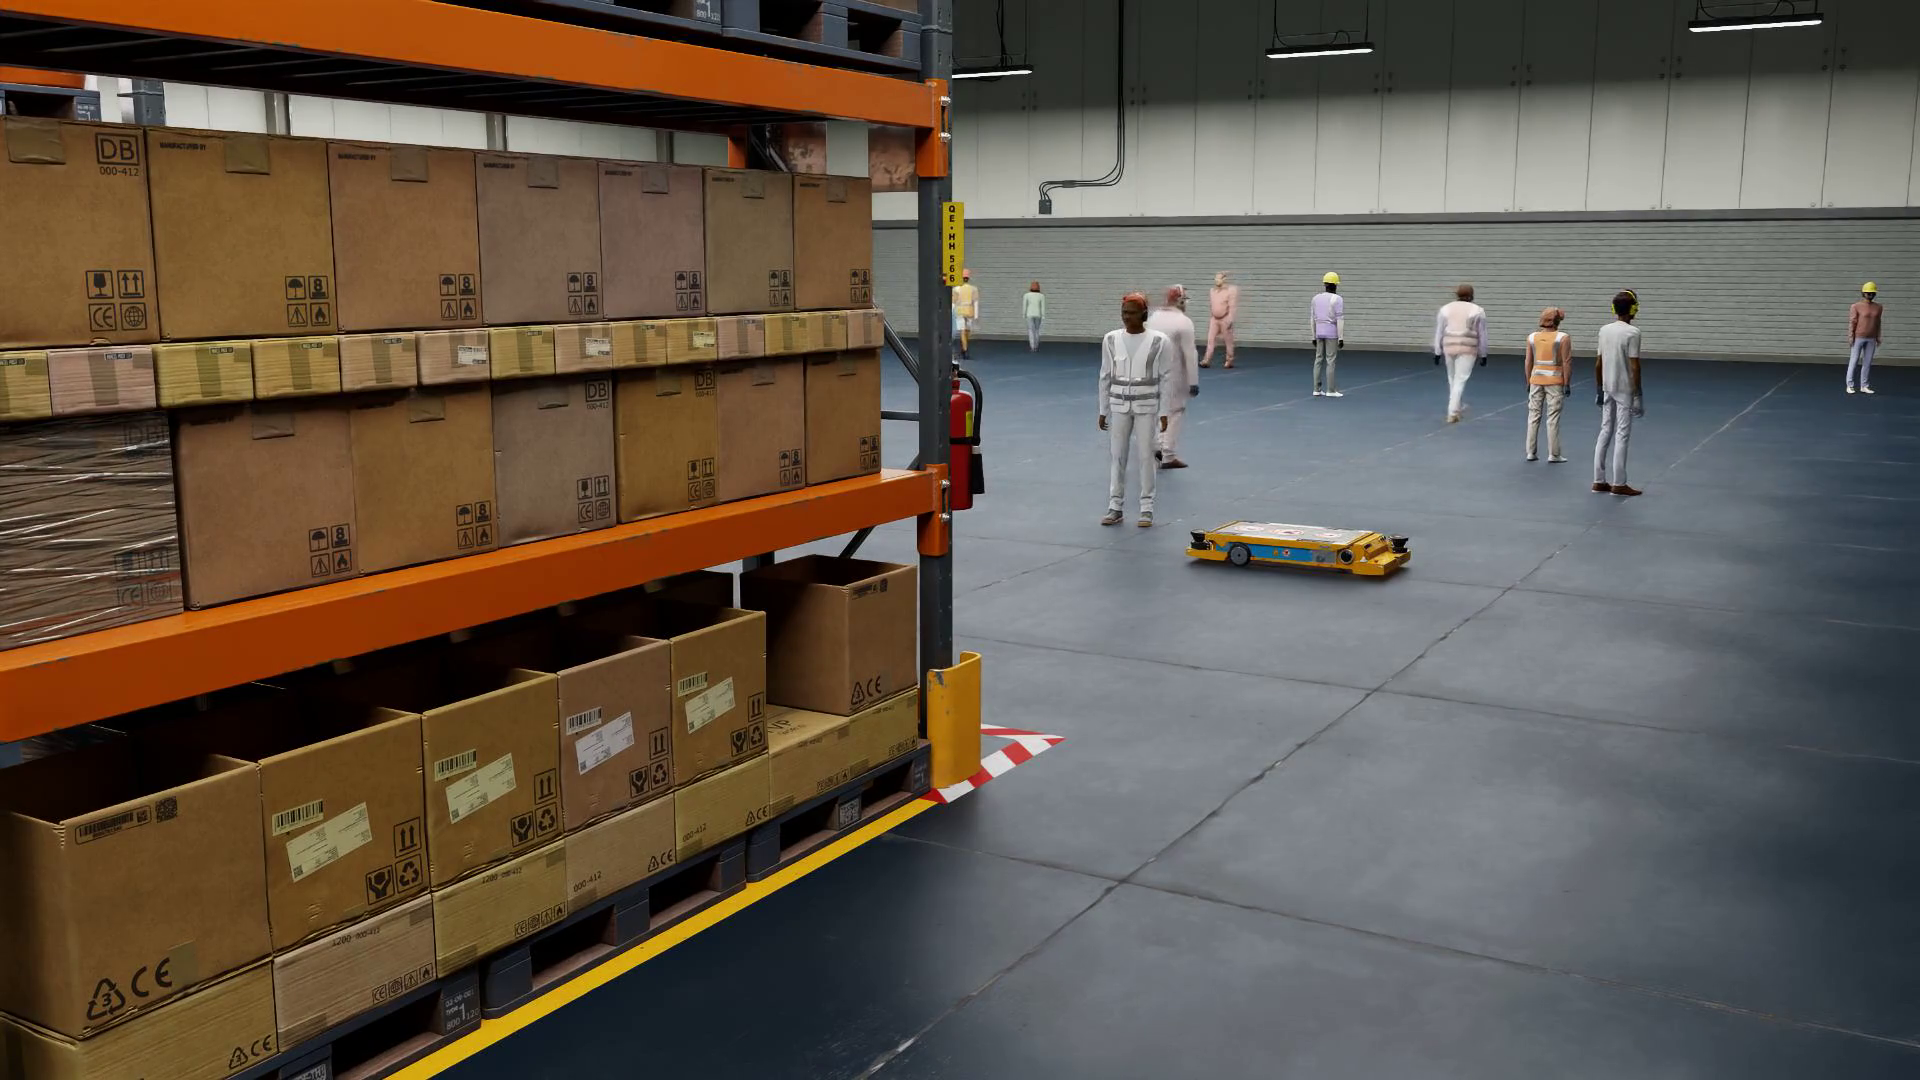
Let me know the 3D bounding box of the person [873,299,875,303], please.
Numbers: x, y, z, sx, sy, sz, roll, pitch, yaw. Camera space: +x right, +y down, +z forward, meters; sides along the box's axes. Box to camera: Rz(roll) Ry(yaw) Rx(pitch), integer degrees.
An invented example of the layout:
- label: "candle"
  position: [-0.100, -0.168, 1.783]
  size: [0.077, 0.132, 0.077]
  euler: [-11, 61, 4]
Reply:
- label: "person"
  position: [-1.881, -4.080, 31.610]
  size: [0.522, 1.739, 0.815]
  euler: [2, 10, 13]

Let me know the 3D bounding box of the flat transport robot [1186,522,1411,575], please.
- label: "flat transport robot"
  position: [2.392, 0.041, 11.772]
  size: [1.431, 0.197, 0.652]
  euler: [6, 11, 30]

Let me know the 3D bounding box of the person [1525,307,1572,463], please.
- label: "person"
  position: [6.211, -1.634, 17.583]
  size: [0.310, 1.640, 0.513]
  euler: [-9, 13, -42]

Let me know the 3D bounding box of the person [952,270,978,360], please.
- label: "person"
  position: [0.078, -4.781, 35.295]
  size: [0.561, 1.884, 0.980]
  euler: [-2, 10, -14]

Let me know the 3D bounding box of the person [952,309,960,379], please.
- label: "person"
  position: [-0.277, -3.500, 28.623]
  size: [0.848, 1.599, 0.530]
  euler: [-6, 11, -32]

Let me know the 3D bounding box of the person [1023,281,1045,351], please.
- label: "person"
  position: [1.701, -5.128, 38.127]
  size: [0.503, 1.609, 0.673]
  euler: [-1, 10, -4]

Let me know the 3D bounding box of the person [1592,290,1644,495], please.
- label: "person"
  position: [6.027, -1.341, 15.197]
  size: [0.331, 1.870, 0.560]
  euler: [-4, 10, -22]

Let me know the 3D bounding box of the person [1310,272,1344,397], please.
- label: "person"
  position: [5.698, -3.171, 25.737]
  size: [0.366, 1.926, 0.594]
  euler: [-8, 13, -40]

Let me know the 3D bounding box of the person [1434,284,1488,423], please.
- label: "person"
  position: [6.665, -2.466, 21.964]
  size: [0.654, 1.801, 0.925]
  euler: [8, 13, 39]

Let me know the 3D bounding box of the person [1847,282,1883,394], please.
- label: "person"
  position: [14.356, -3.198, 26.370]
  size: [0.534, 1.767, 0.314]
  euler: [-1, 10, -5]

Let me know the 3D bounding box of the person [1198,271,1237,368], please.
- label: "person"
  position: [4.999, -4.232, 32.104]
  size: [0.664, 1.864, 0.933]
  euler: [9, 13, 43]

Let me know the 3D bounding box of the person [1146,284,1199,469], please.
- label: "person"
  position: [2.210, -1.671, 17.063]
  size: [0.446, 1.887, 0.668]
  euler: [-6, 11, -31]

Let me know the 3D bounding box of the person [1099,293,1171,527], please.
- label: "person"
  position: [1.402, -1.045, 13.418]
  size: [0.584, 1.881, 0.337]
  euler: [4, 10, 20]
